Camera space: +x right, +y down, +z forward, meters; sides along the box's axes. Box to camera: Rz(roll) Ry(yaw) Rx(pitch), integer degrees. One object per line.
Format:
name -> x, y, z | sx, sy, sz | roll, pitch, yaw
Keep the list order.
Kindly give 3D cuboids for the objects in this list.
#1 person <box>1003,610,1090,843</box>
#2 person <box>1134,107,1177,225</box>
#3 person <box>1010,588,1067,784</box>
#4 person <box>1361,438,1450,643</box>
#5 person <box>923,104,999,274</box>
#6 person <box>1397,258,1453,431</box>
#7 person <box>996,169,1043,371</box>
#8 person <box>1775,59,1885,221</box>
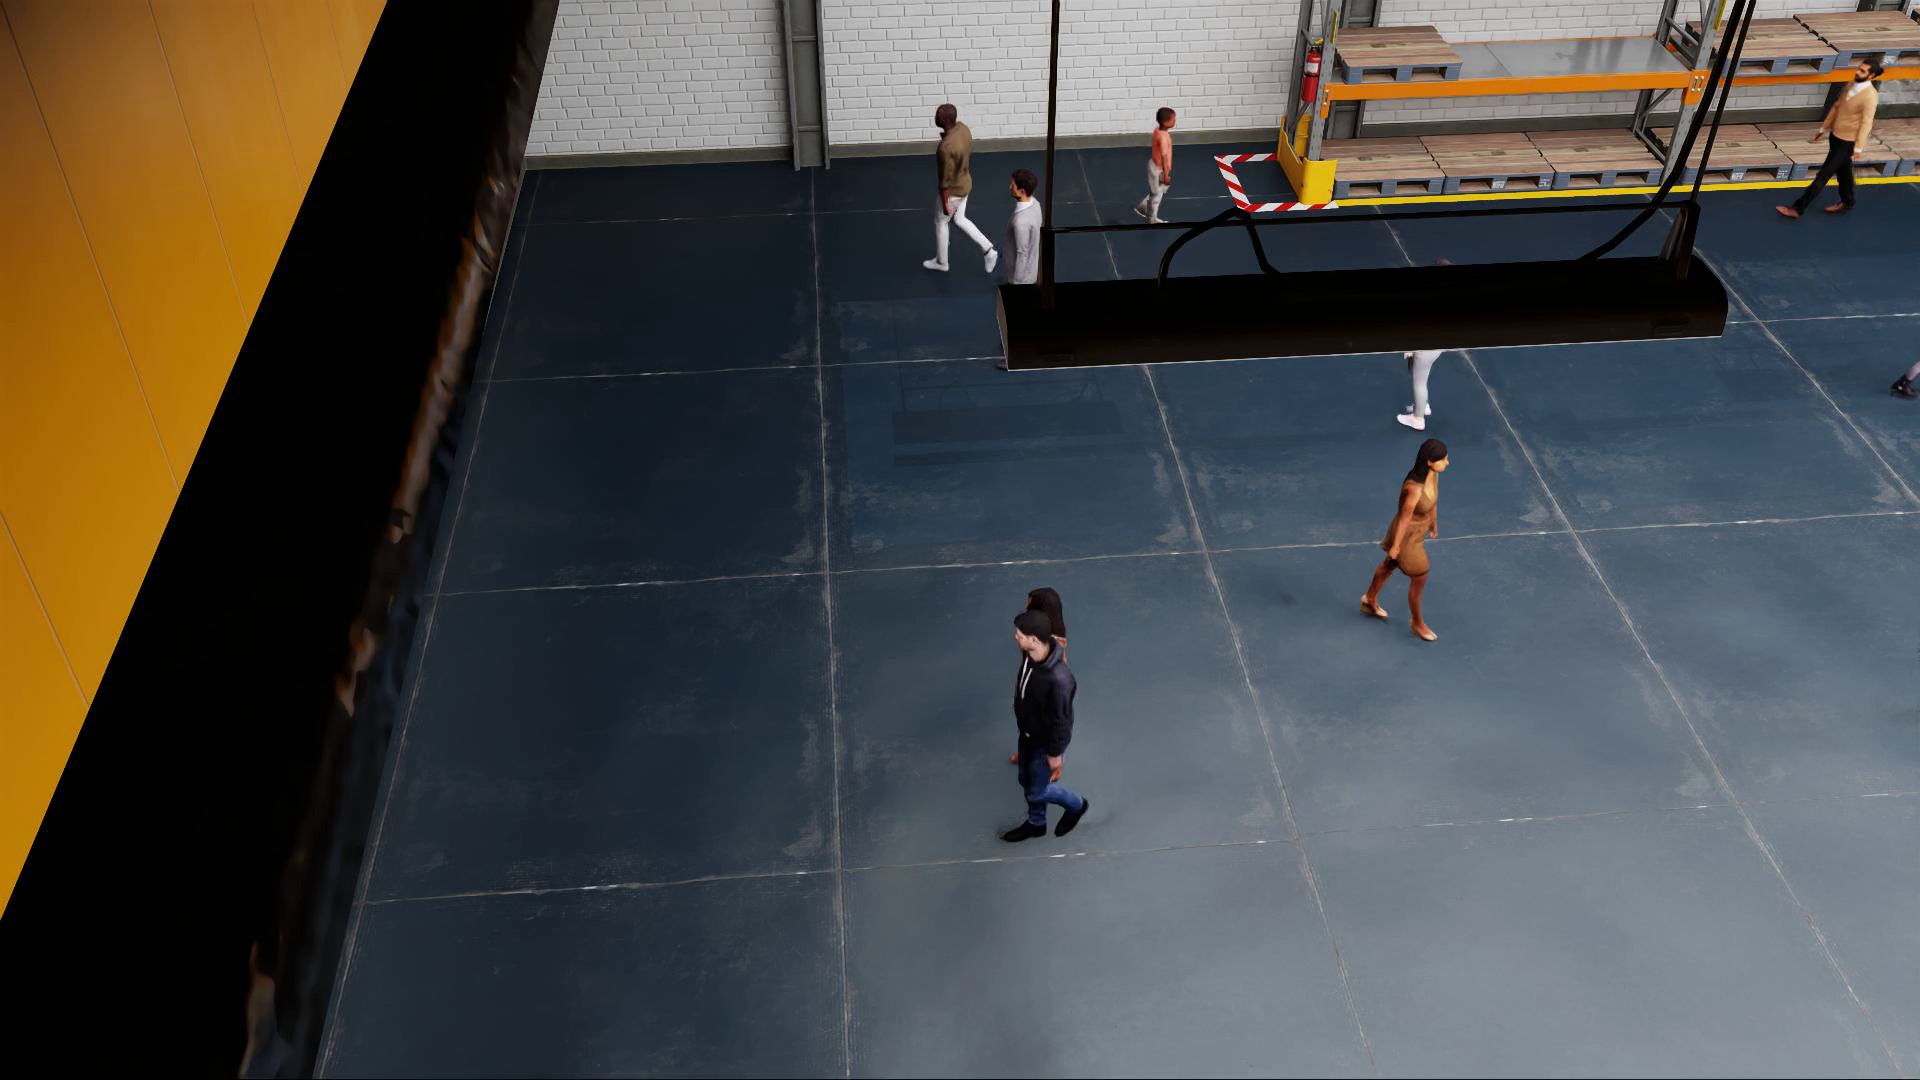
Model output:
person -> 0.593, 1.179, 10.351 | 0.903, 1.865, 0.832 | -17, 42, -20
person -> 1.970, -3.811, 17.049 | 0.618, 1.303, 0.521 | 2, 39, 2
person -> 0.548, 0.935, 10.834 | 0.656, 1.643, 0.715 | -17, 41, -20
person -> 3.164, -0.046, 12.046 | 0.959, 1.663, 0.852 | 20, 43, 23
person -> 0.008, -3.362, 16.092 | 1.165, 1.796, 1.017 | 16, 41, 19
person -> 4.023, -1.626, 14.074 | 0.745, 1.600, 0.688 | 25, 45, 28
person -> 0.563, -2.405, 14.793 | 0.722, 1.922, 0.800 | 6, 39, 8
person -> 9.157, -4.096, 17.079 | 1.162, 1.711, 0.696 | -1, 39, -1
